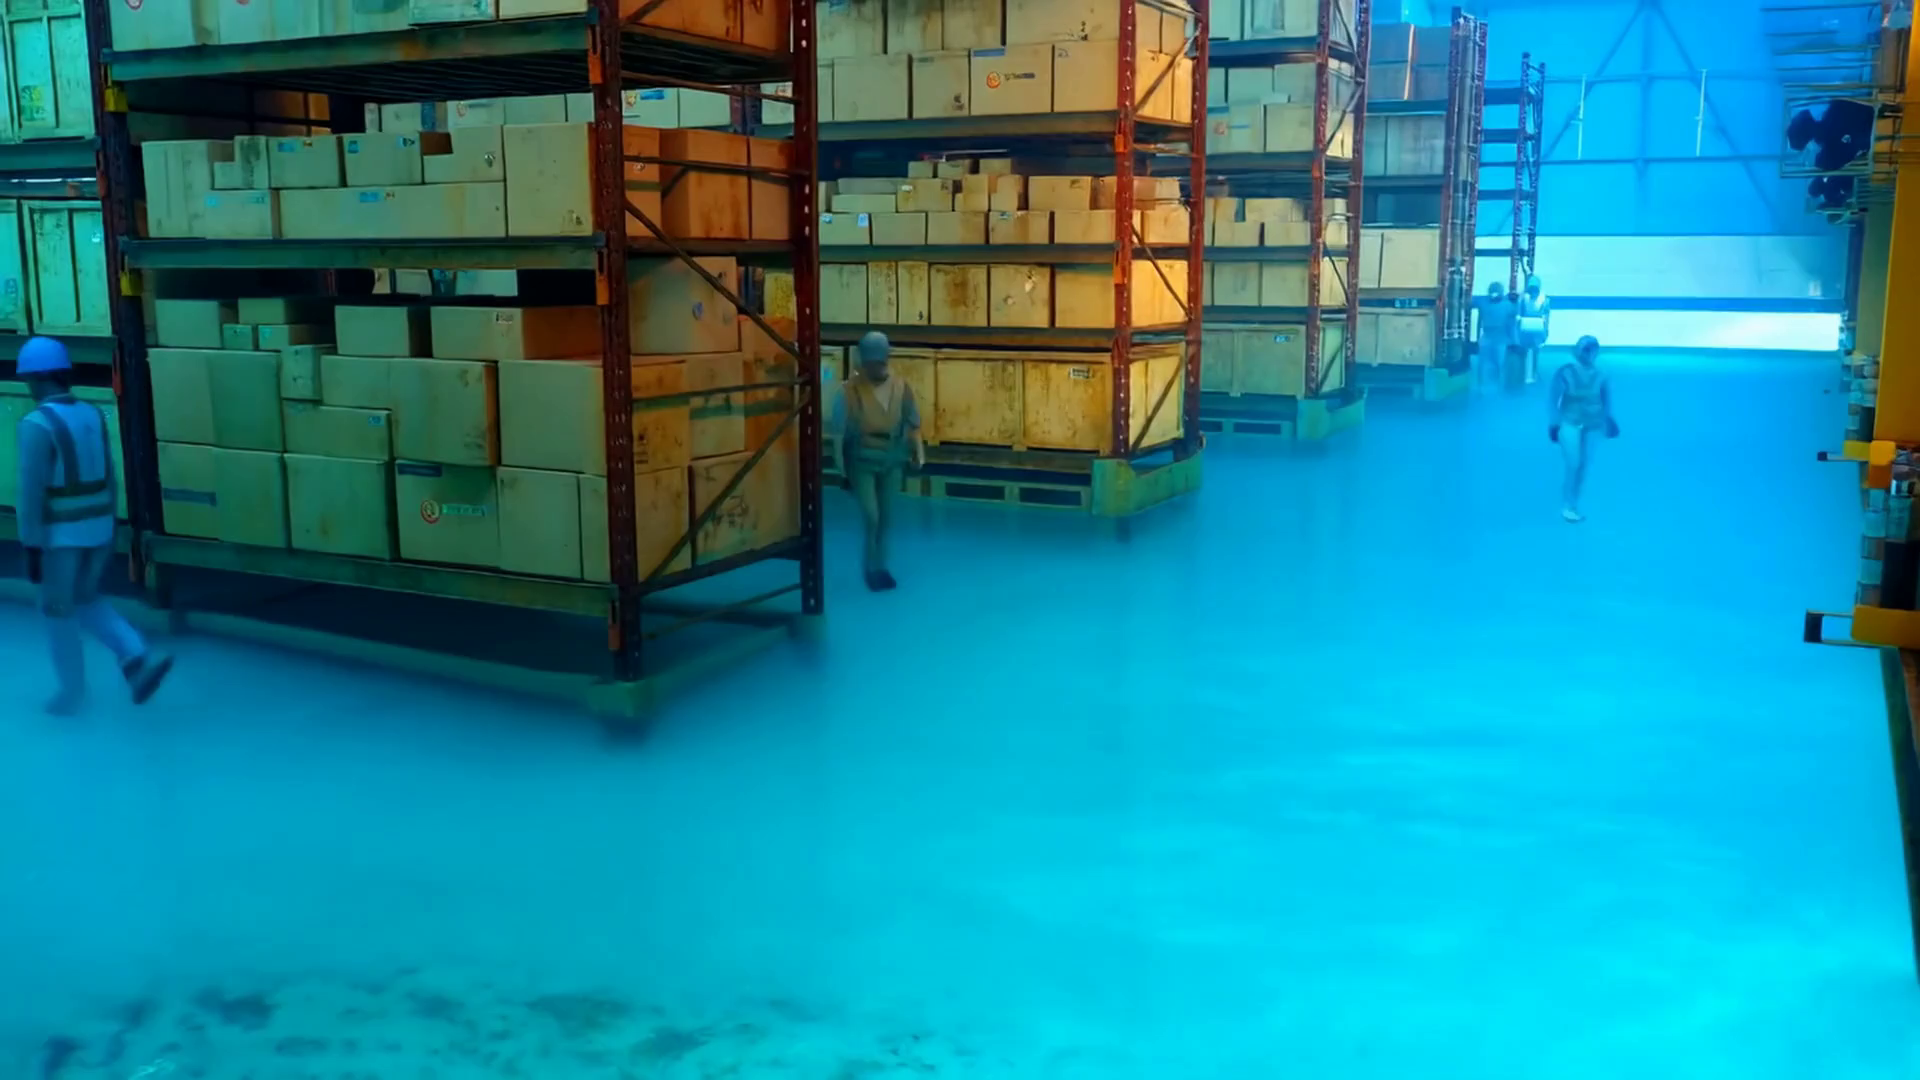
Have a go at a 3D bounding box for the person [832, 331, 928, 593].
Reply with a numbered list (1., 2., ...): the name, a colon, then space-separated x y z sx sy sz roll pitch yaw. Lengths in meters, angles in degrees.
1. person: -0.548 -0.534 11.431 0.614 1.802 0.512 -6 11 -31

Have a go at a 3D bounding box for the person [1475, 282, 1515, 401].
1. person: 8.444 -3.136 26.325 0.637 1.875 1.049 5 11 29

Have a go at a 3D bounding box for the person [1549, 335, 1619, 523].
1. person: 5.419 -0.961 14.430 0.525 1.617 0.517 -2 10 -14

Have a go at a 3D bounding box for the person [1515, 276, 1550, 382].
1. person: 10.304 -3.793 29.976 0.580 1.917 0.607 4 11 23

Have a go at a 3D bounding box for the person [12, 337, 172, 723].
1. person: -4.356 -0.038 8.228 0.563 1.926 0.612 0 10 0
